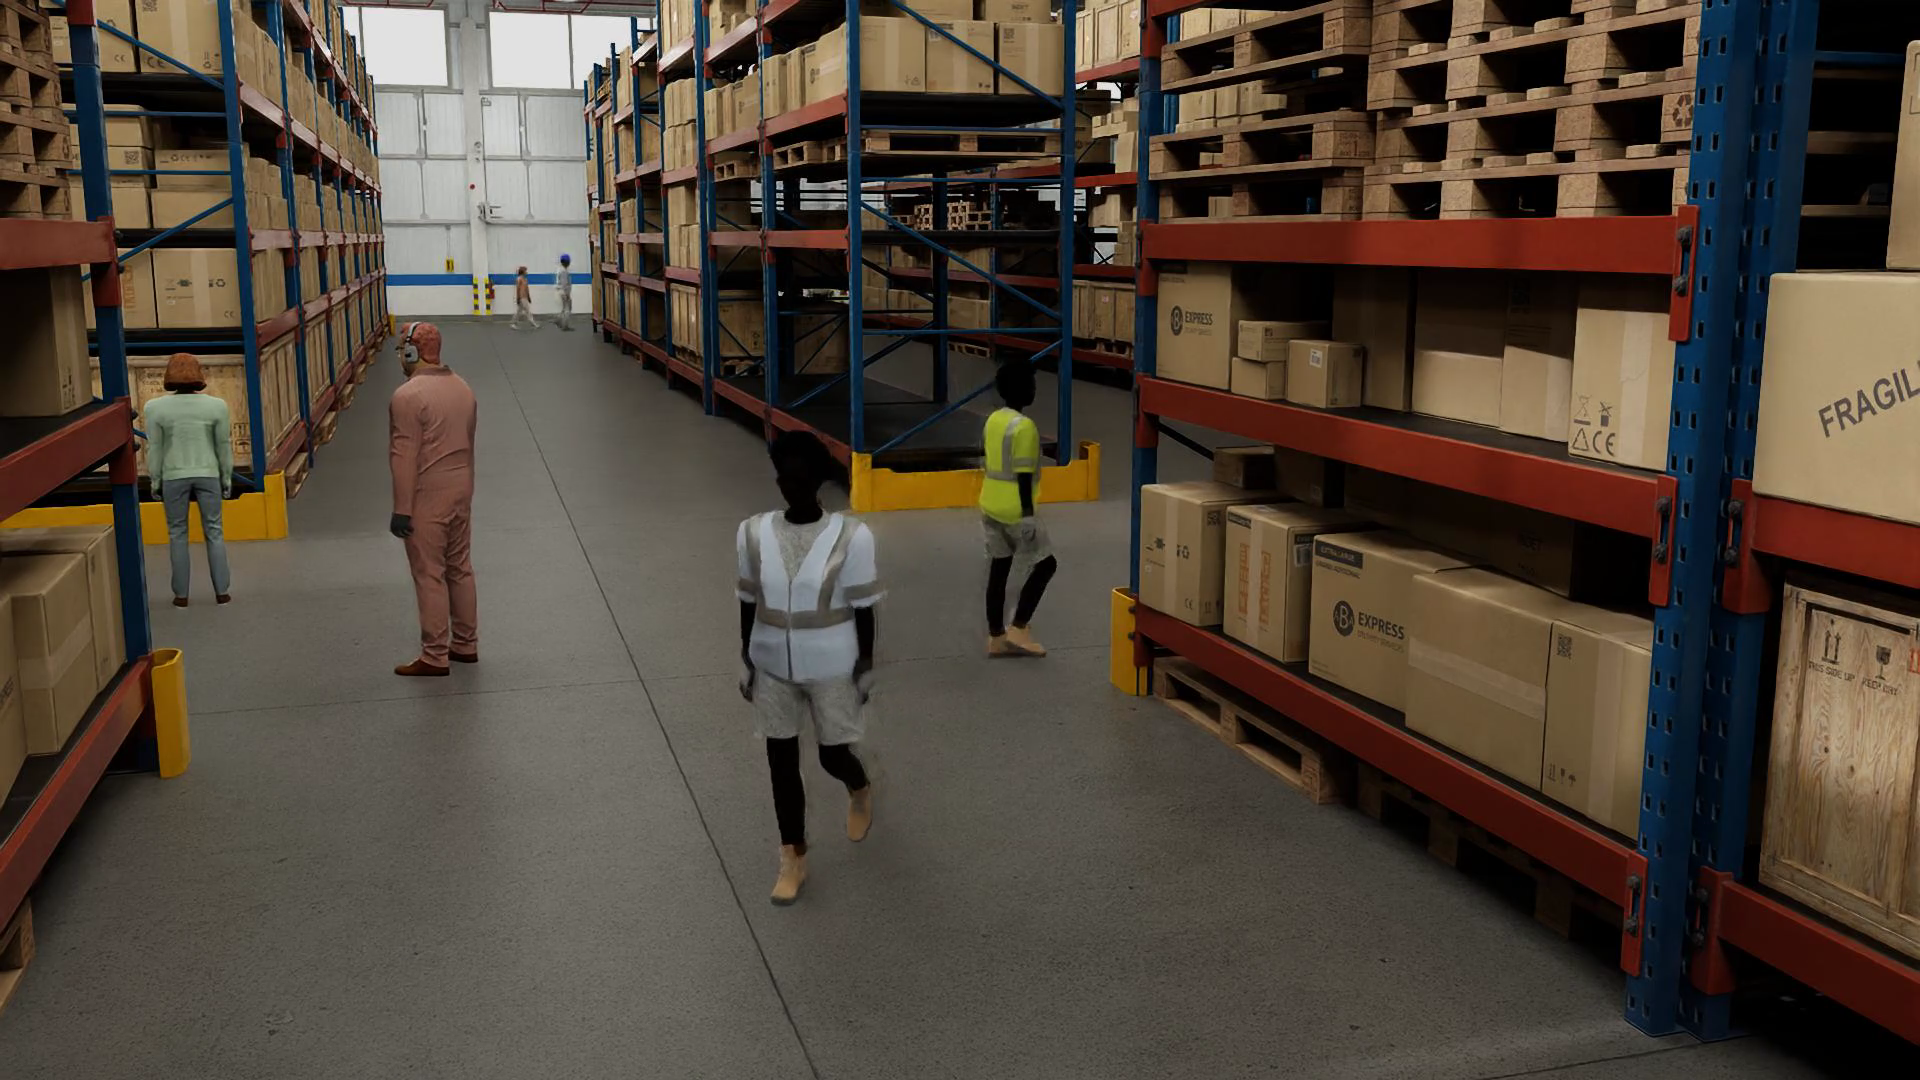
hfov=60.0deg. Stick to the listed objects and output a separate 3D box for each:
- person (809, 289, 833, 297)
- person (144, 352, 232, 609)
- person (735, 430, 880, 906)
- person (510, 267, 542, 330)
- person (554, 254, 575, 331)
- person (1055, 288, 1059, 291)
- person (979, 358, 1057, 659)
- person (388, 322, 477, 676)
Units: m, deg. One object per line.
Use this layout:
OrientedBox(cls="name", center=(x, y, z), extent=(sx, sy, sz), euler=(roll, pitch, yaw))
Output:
OrientedBox(cls="person", center=(-3.539, -6.347, 42.337), extent=(0.636, 1.973, 0.528), euler=(-1, 10, -7))
OrientedBox(cls="person", center=(-4.885, -0.375, 10.575), extent=(0.493, 1.624, 0.280), euler=(-6, 12, -31))
OrientedBox(cls="person", center=(-0.530, 0.428, 5.991), extent=(0.533, 1.684, 0.550), euler=(3, 11, 14))
OrientedBox(cls="person", center=(-11.095, -6.135, 42.230), extent=(0.847, 1.595, 0.529), euler=(1, 10, 4))
OrientedBox(cls="person", center=(-9.830, -6.160, 41.444), extent=(0.437, 1.928, 0.633), euler=(-4, 11, -20))
OrientedBox(cls="person", center=(2.053, -5.103, 36.140), extent=(0.546, 1.751, 0.457), euler=(-2, 11, -13))
OrientedBox(cls="person", center=(0.336, -0.163, 9.218), extent=(0.435, 1.682, 0.552), euler=(-5, 11, -24))
OrientedBox(cls="person", center=(-2.862, -0.221, 8.983), extent=(0.400, 1.901, 0.642), euler=(3, 11, 15))
